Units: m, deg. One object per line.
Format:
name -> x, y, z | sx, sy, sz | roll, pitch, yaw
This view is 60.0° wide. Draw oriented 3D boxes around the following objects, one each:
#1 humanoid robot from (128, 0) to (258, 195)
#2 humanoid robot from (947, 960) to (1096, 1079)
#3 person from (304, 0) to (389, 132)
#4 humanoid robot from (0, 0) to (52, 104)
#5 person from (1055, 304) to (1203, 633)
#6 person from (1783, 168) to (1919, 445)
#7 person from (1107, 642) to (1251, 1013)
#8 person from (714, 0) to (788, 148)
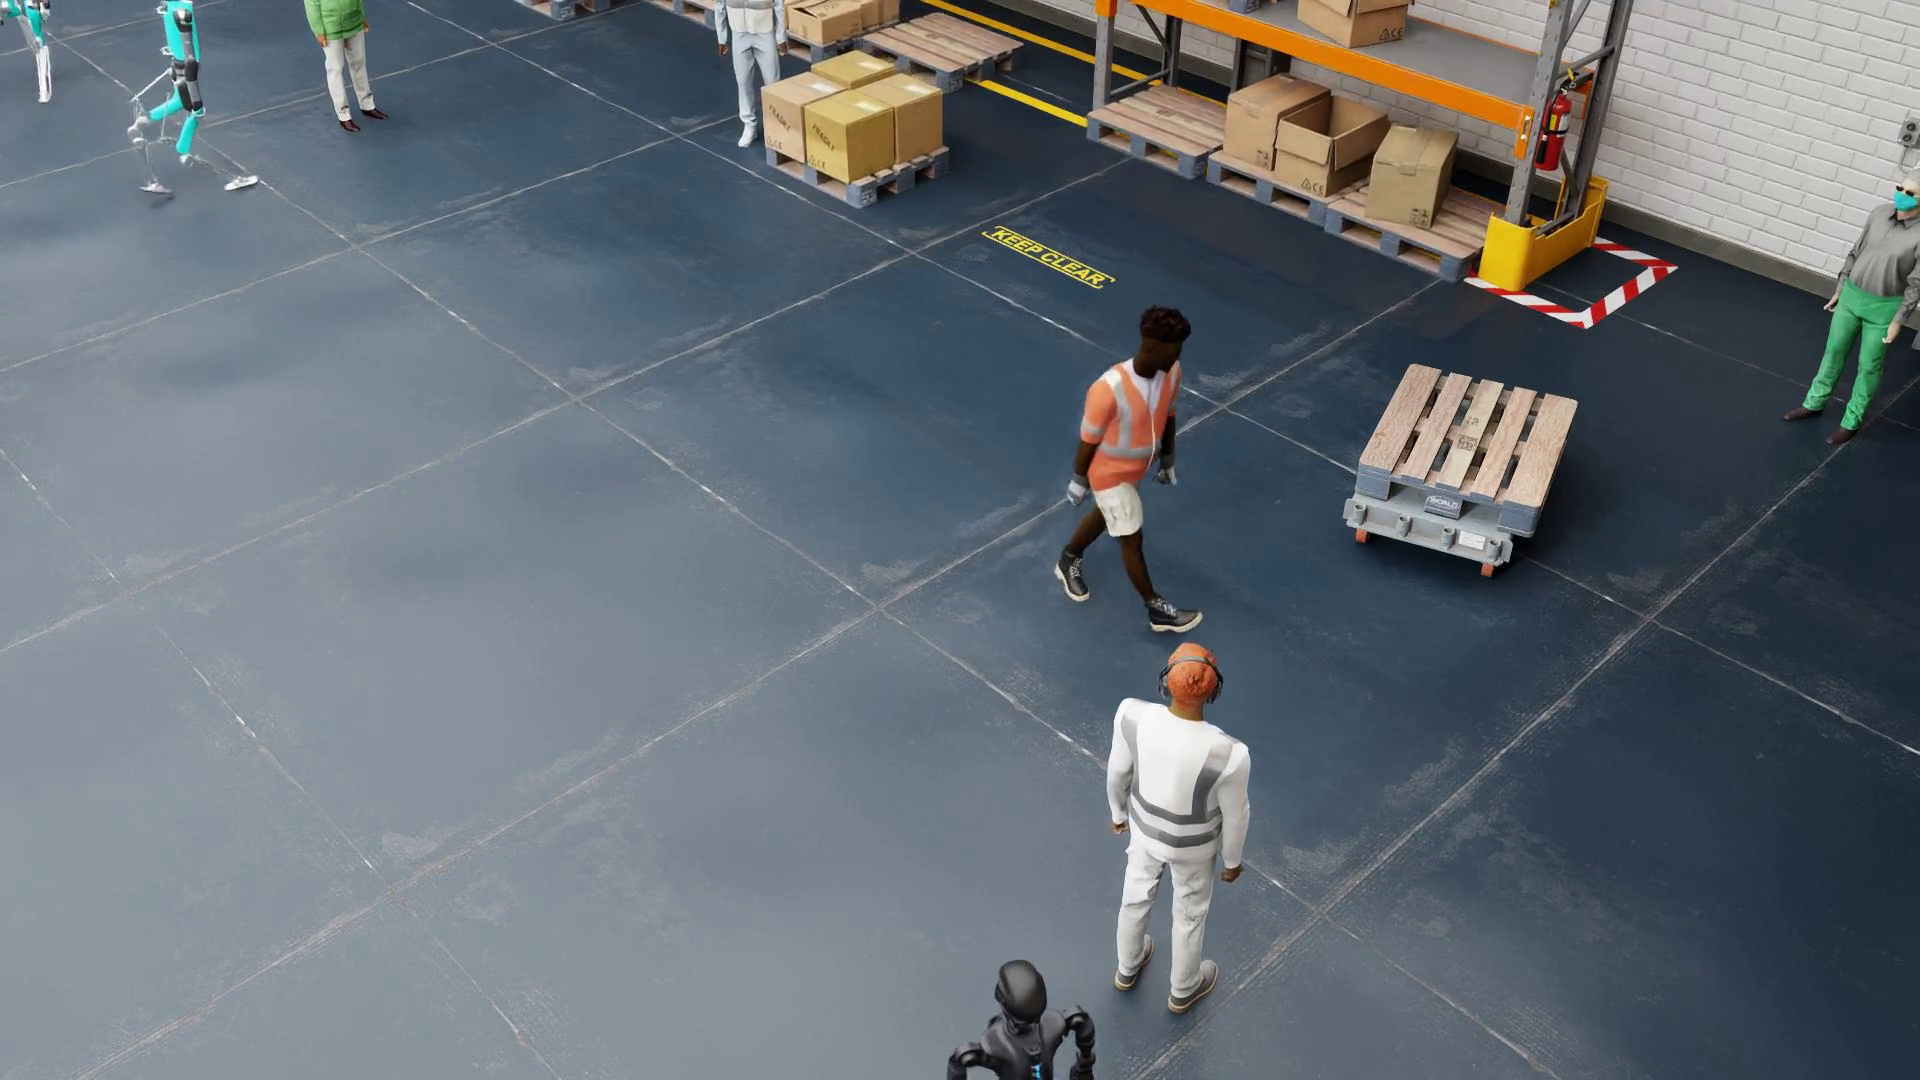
humanoid robot -> -6.219, -3.429, 12.910 | 1.034, 1.771, 0.535 | -20, 41, -25
humanoid robot -> 0.191, 2.003, 5.717 | 0.602, 1.643, 0.538 | -13, 39, -17
person -> -5.252, -4.375, 14.069 | 0.384, 1.783, 0.550 | 21, 42, 25
humanoid robot -> -8.316, -4.823, 14.738 | 0.541, 1.765, 1.029 | -11, 38, -14
person -> 0.885, -0.381, 8.676 | 0.980, 1.894, 0.612 | 29, 46, 33
person -> 5.567, -1.448, 10.157 | 0.340, 1.831, 0.511 | -18, 41, -23
person -> 0.864, 1.166, 6.650 | 0.582, 1.883, 0.347 | 20, 41, 24
person -> -1.711, -4.179, 13.710 | 0.598, 1.907, 0.400 | 4, 37, 5
